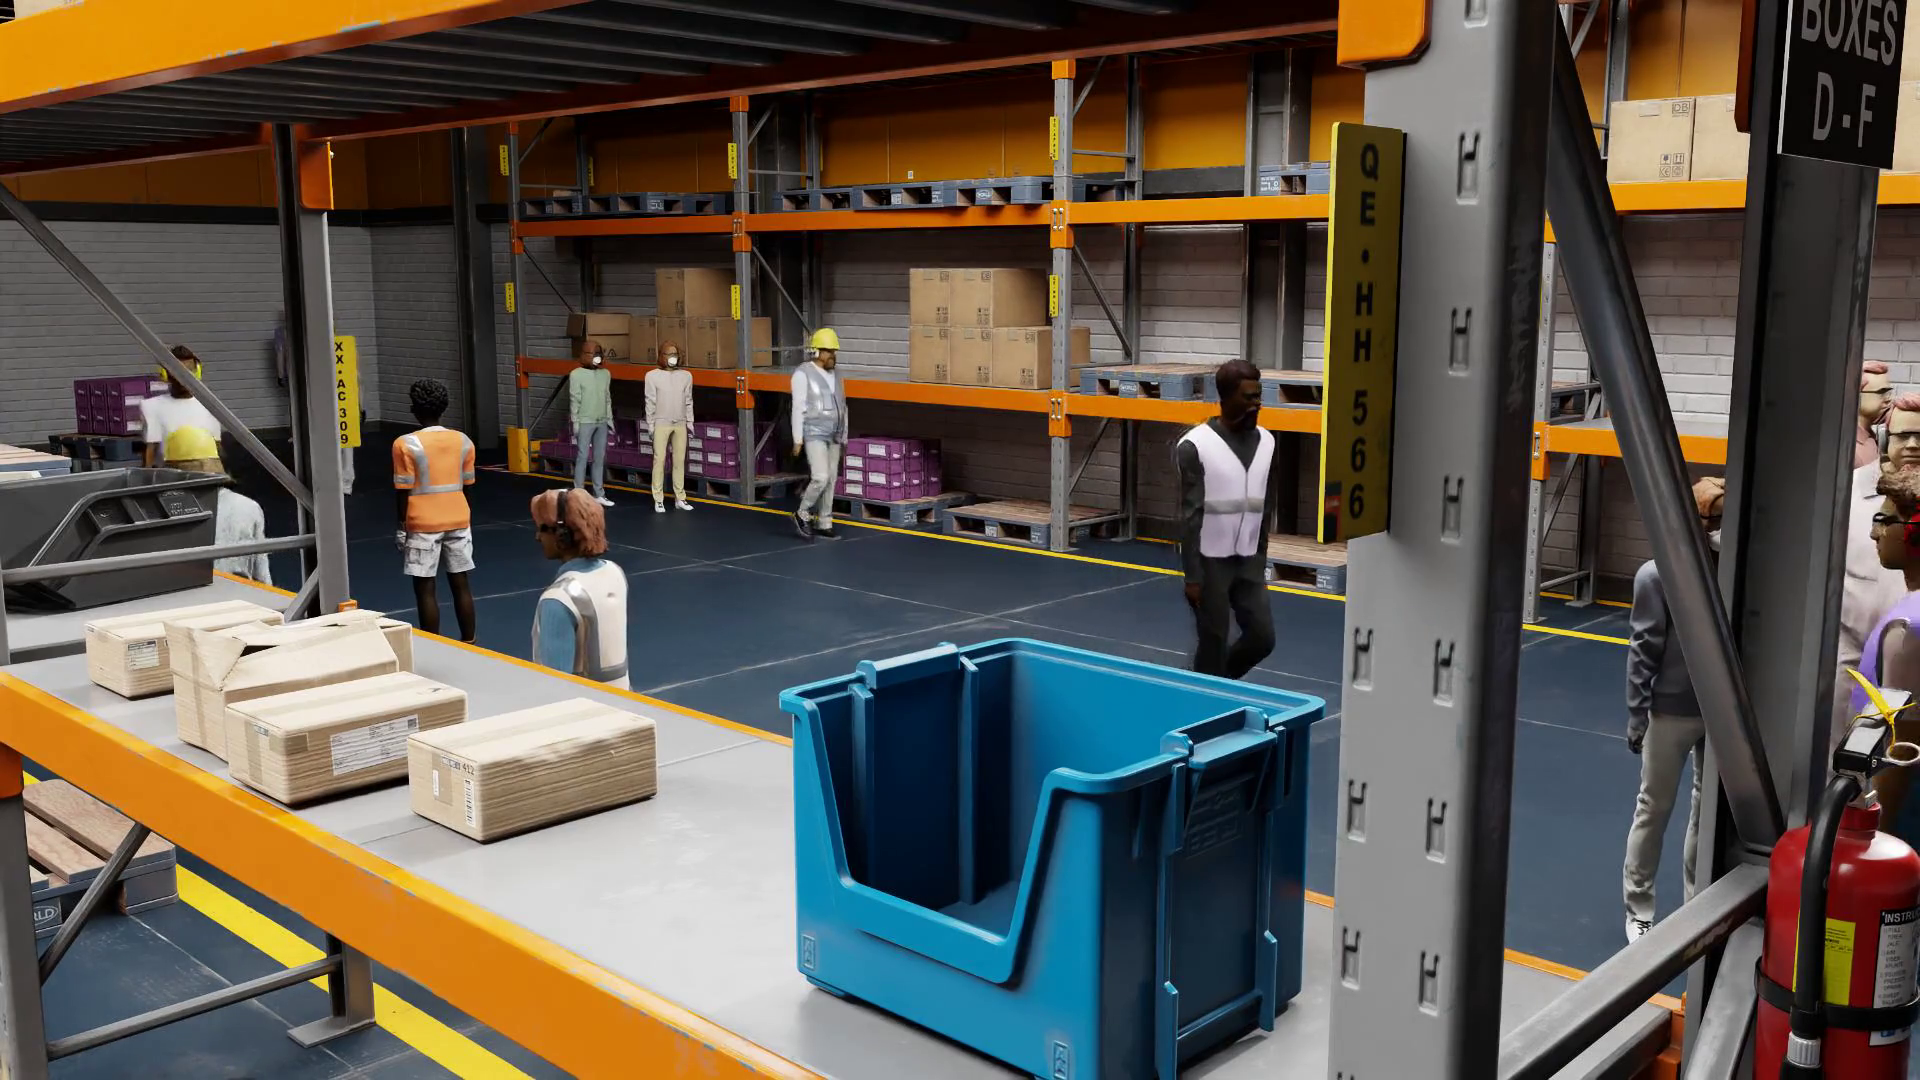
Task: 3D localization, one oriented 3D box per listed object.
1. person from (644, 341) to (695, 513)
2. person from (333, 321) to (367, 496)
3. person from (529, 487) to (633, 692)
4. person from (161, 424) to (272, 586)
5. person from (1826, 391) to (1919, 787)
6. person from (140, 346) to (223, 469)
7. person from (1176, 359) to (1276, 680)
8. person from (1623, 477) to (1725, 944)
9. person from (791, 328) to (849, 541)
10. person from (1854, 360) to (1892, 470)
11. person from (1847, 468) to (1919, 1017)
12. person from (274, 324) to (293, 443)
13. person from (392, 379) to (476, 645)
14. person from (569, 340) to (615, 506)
[{"bbox_3d":[-2.766,-1.081,15.884,0.499,1.634,0.288,-7,11,-35],"label":"person"},{"bbox_3d":[-6.460,-1.403,17.177,0.608,1.864,1.011,-3,10,-19],"label":"person"},{"bbox_3d":[-1.199,0.642,5.333,0.313,1.633,0.516,2,10,13],"label":"person"},{"bbox_3d":[-2.951,0.381,6.742,0.835,1.691,0.492,8,12,41],"label":"person"},{"bbox_3d":[3.221,0.439,5.736,0.652,1.906,0.402,4,10,24],"label":"person"},{"bbox_3d":[-4.764,-0.266,10.273,0.534,1.833,0.881,-7,12,-36],"label":"person"},{"bbox_3d":[1.241,0.099,7.818,0.602,1.902,0.444,-6,11,-34],"label":"person"},{"bbox_3d":[2.483,0.597,5.597,0.507,1.632,0.264,-1,9,-6],"label":"person"},{"bbox_3d":[-1.163,-0.885,14.106,0.416,1.818,0.625,7,12,37],"label":"person"},{"bbox_3d":[4.031,0.138,7.571,0.405,1.911,0.636,7,12,38],"label":"person"},{"bbox_3d":[2.523,0.727,4.266,0.847,1.817,0.571,9,13,43],"label":"person"},{"bbox_3d":[-8.783,-2.245,22.122,0.594,1.926,0.366,-6,11,-33],"label":"person"},{"bbox_3d":[-3.015,-0.081,9.584,0.321,1.689,0.530,7,11,36],"label":"person"},{"bbox_3d":[-3.563,-1.120,16.128,0.268,1.630,0.507,7,12,37],"label":"person"}]
